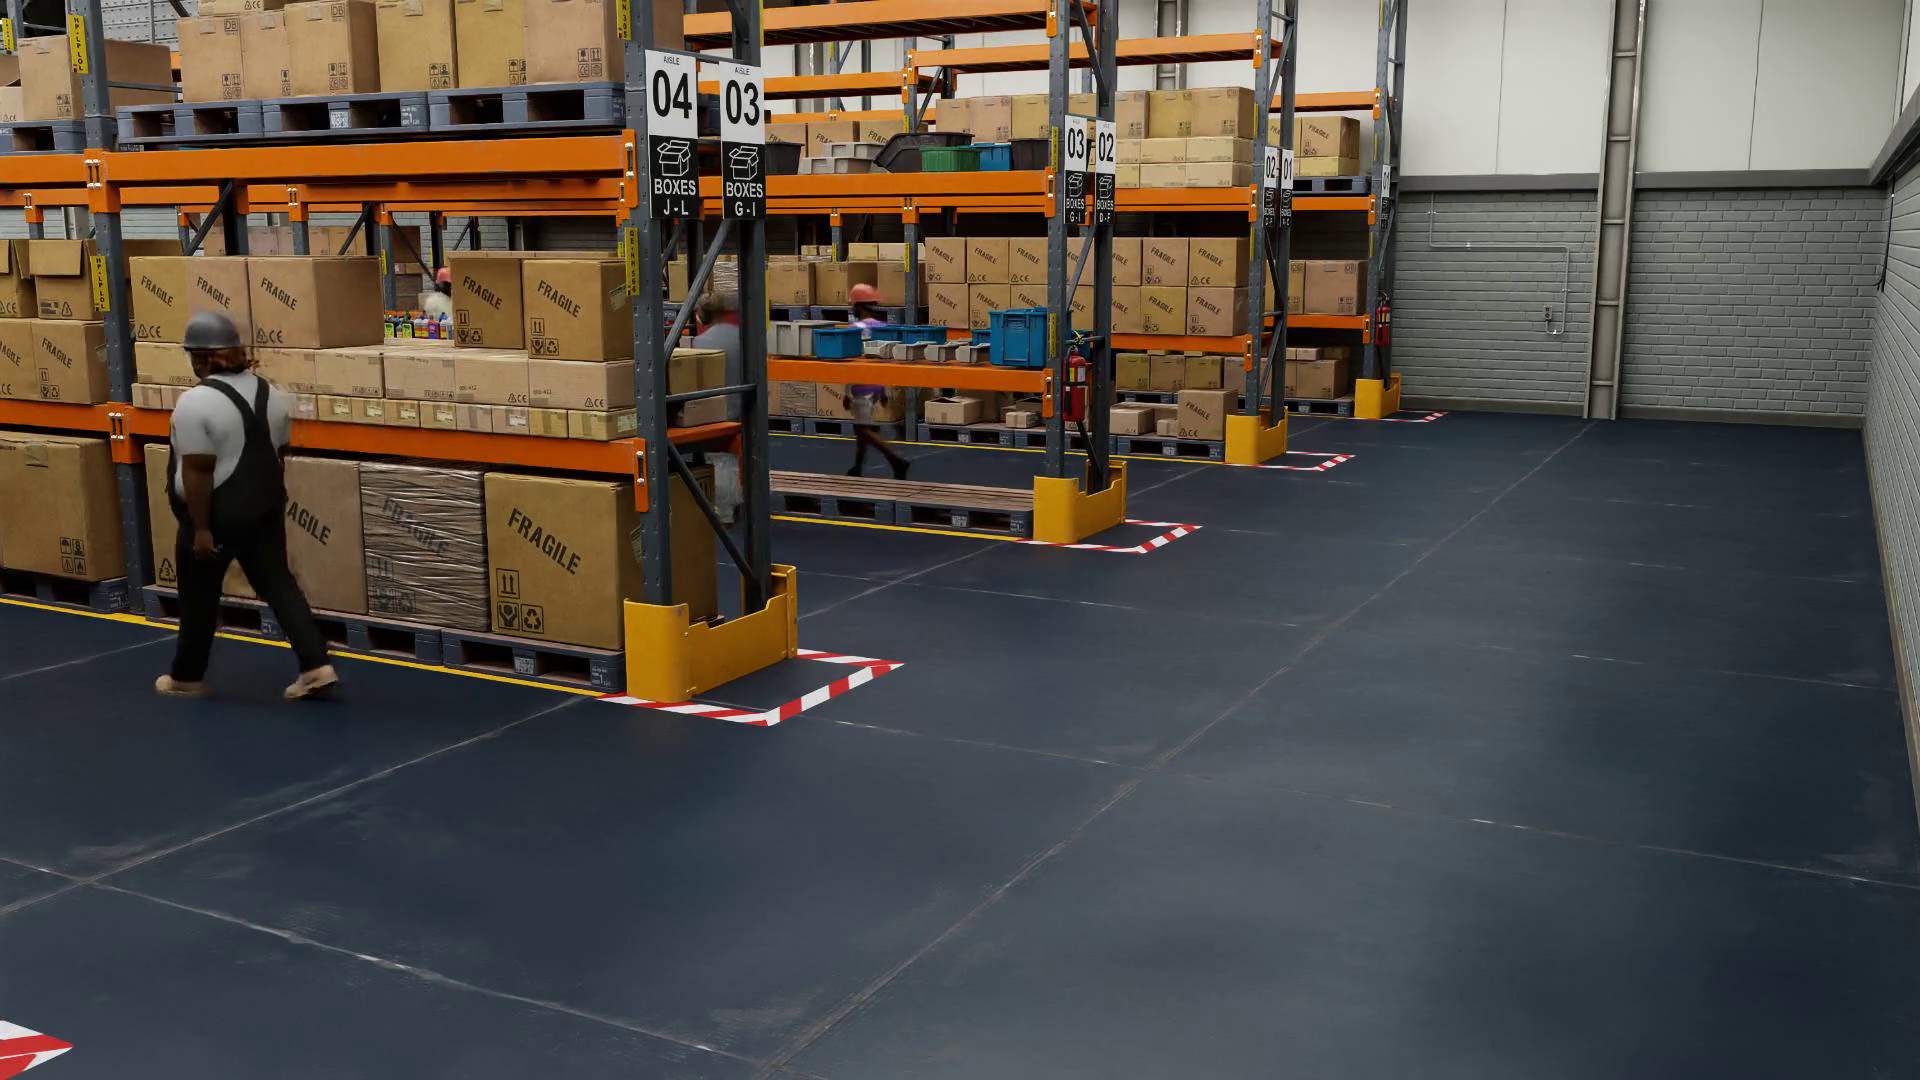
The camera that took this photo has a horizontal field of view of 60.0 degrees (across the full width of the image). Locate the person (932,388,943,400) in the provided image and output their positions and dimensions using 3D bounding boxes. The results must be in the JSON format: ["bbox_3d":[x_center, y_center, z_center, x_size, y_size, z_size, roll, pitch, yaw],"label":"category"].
[{"bbox_3d":[-0.377,-2.513,21.649,0.424,1.819,0.624,5,12,25],"label":"person"}]

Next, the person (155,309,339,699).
[{"bbox_3d":[-3.628,-0.186,8.357,1.018,2.000,0.689,4,11,22],"label":"person"}]

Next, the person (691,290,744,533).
[{"bbox_3d":[-1.933,-1.002,13.147,0.441,1.921,0.643,5,11,23],"label":"person"}]

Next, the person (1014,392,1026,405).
[{"bbox_3d":[0.645,-2.339,20.126,0.697,2.020,0.645,6,12,29],"label":"person"}]

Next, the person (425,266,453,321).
[{"bbox_3d":[-6.327,-2.367,20.428,0.680,1.974,0.626,5,12,27],"label":"person"}]

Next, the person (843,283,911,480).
[{"bbox_3d":[-0.820,-1.419,15.443,0.821,1.917,0.555,6,12,30],"label":"person"}]
